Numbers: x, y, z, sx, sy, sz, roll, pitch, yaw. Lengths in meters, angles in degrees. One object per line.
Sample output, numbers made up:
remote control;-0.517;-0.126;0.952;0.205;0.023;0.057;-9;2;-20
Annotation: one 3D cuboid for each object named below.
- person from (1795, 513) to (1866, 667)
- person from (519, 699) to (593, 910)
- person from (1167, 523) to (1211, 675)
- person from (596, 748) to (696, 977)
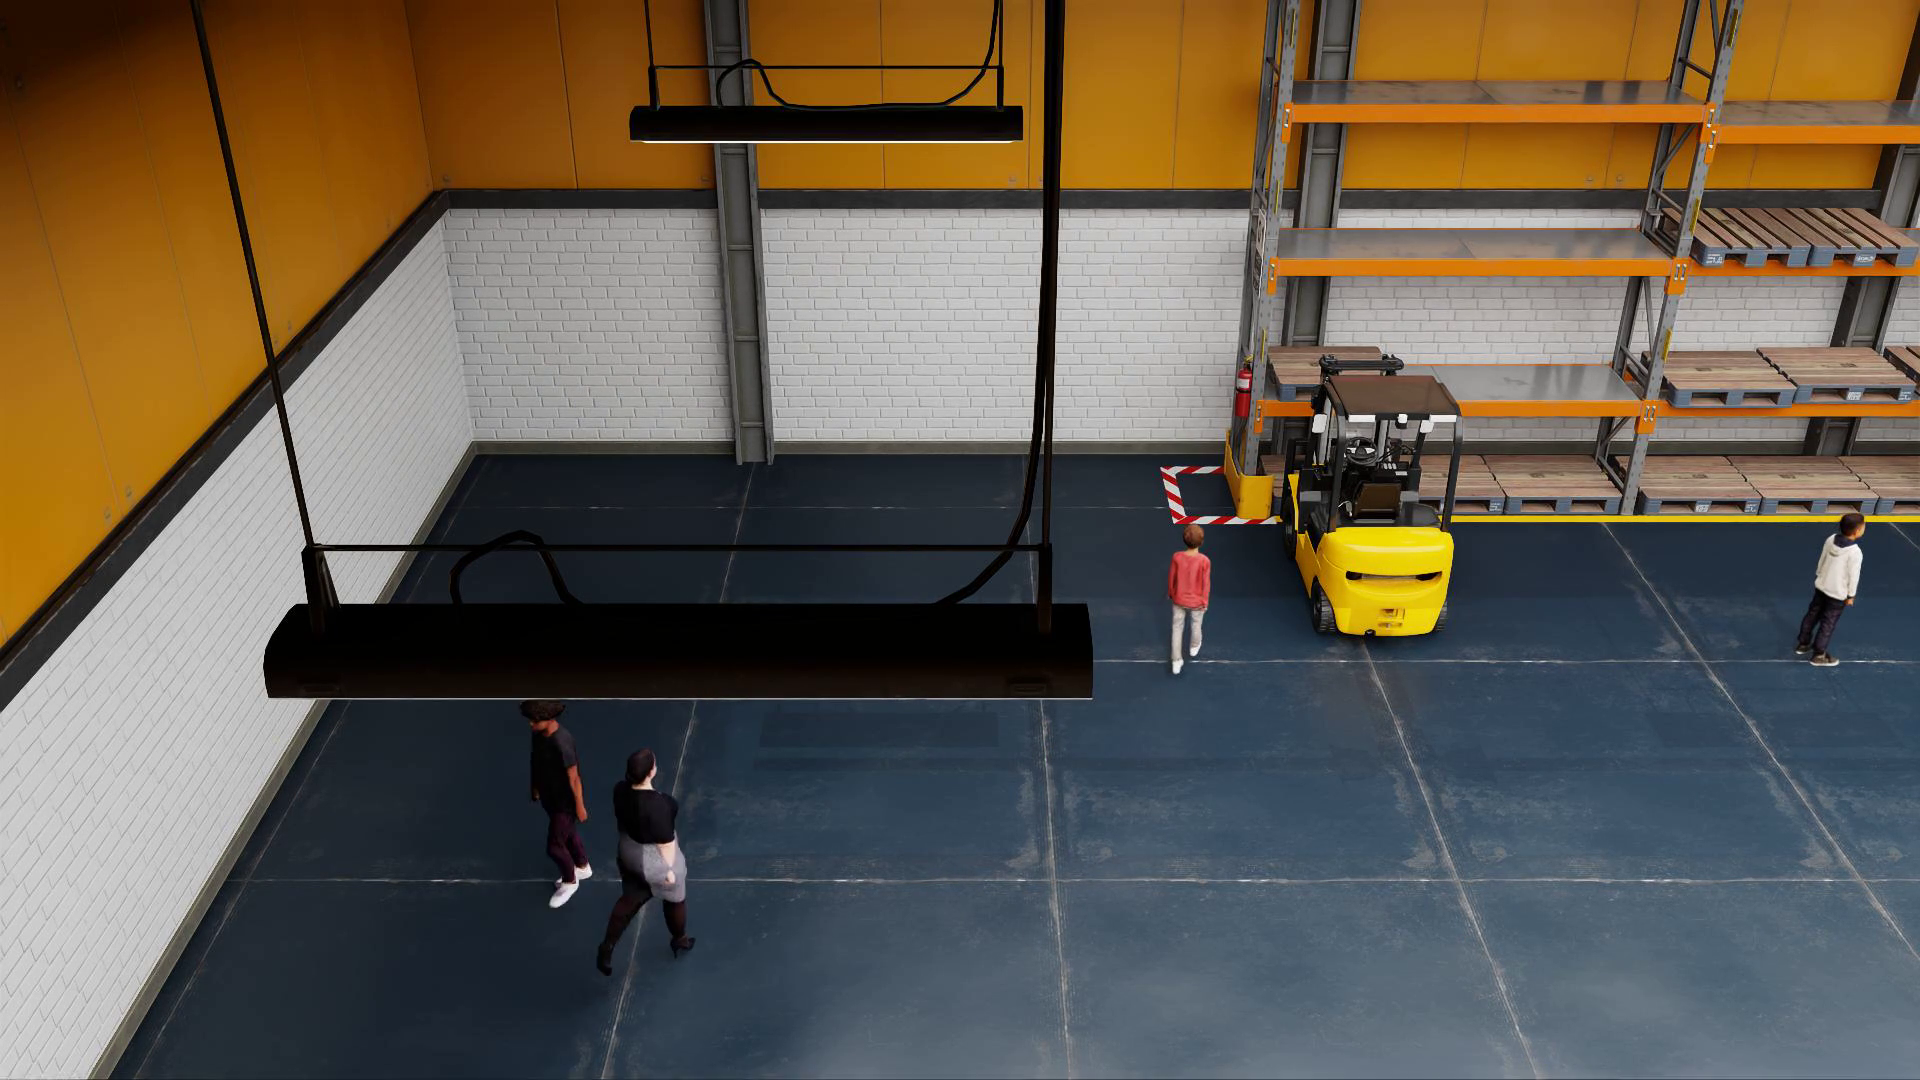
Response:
person;7.710;0.420;14.705;0.572;1.452;0.627;-6;29;-12
person;-2.790;1.777;11.893;0.869;1.763;0.815;-22;36;-35
person;1.982;0.532;14.560;0.822;1.395;0.743;9;30;16
person;-2.151;2.205;11.138;1.064;1.736;1.057;19;34;31
